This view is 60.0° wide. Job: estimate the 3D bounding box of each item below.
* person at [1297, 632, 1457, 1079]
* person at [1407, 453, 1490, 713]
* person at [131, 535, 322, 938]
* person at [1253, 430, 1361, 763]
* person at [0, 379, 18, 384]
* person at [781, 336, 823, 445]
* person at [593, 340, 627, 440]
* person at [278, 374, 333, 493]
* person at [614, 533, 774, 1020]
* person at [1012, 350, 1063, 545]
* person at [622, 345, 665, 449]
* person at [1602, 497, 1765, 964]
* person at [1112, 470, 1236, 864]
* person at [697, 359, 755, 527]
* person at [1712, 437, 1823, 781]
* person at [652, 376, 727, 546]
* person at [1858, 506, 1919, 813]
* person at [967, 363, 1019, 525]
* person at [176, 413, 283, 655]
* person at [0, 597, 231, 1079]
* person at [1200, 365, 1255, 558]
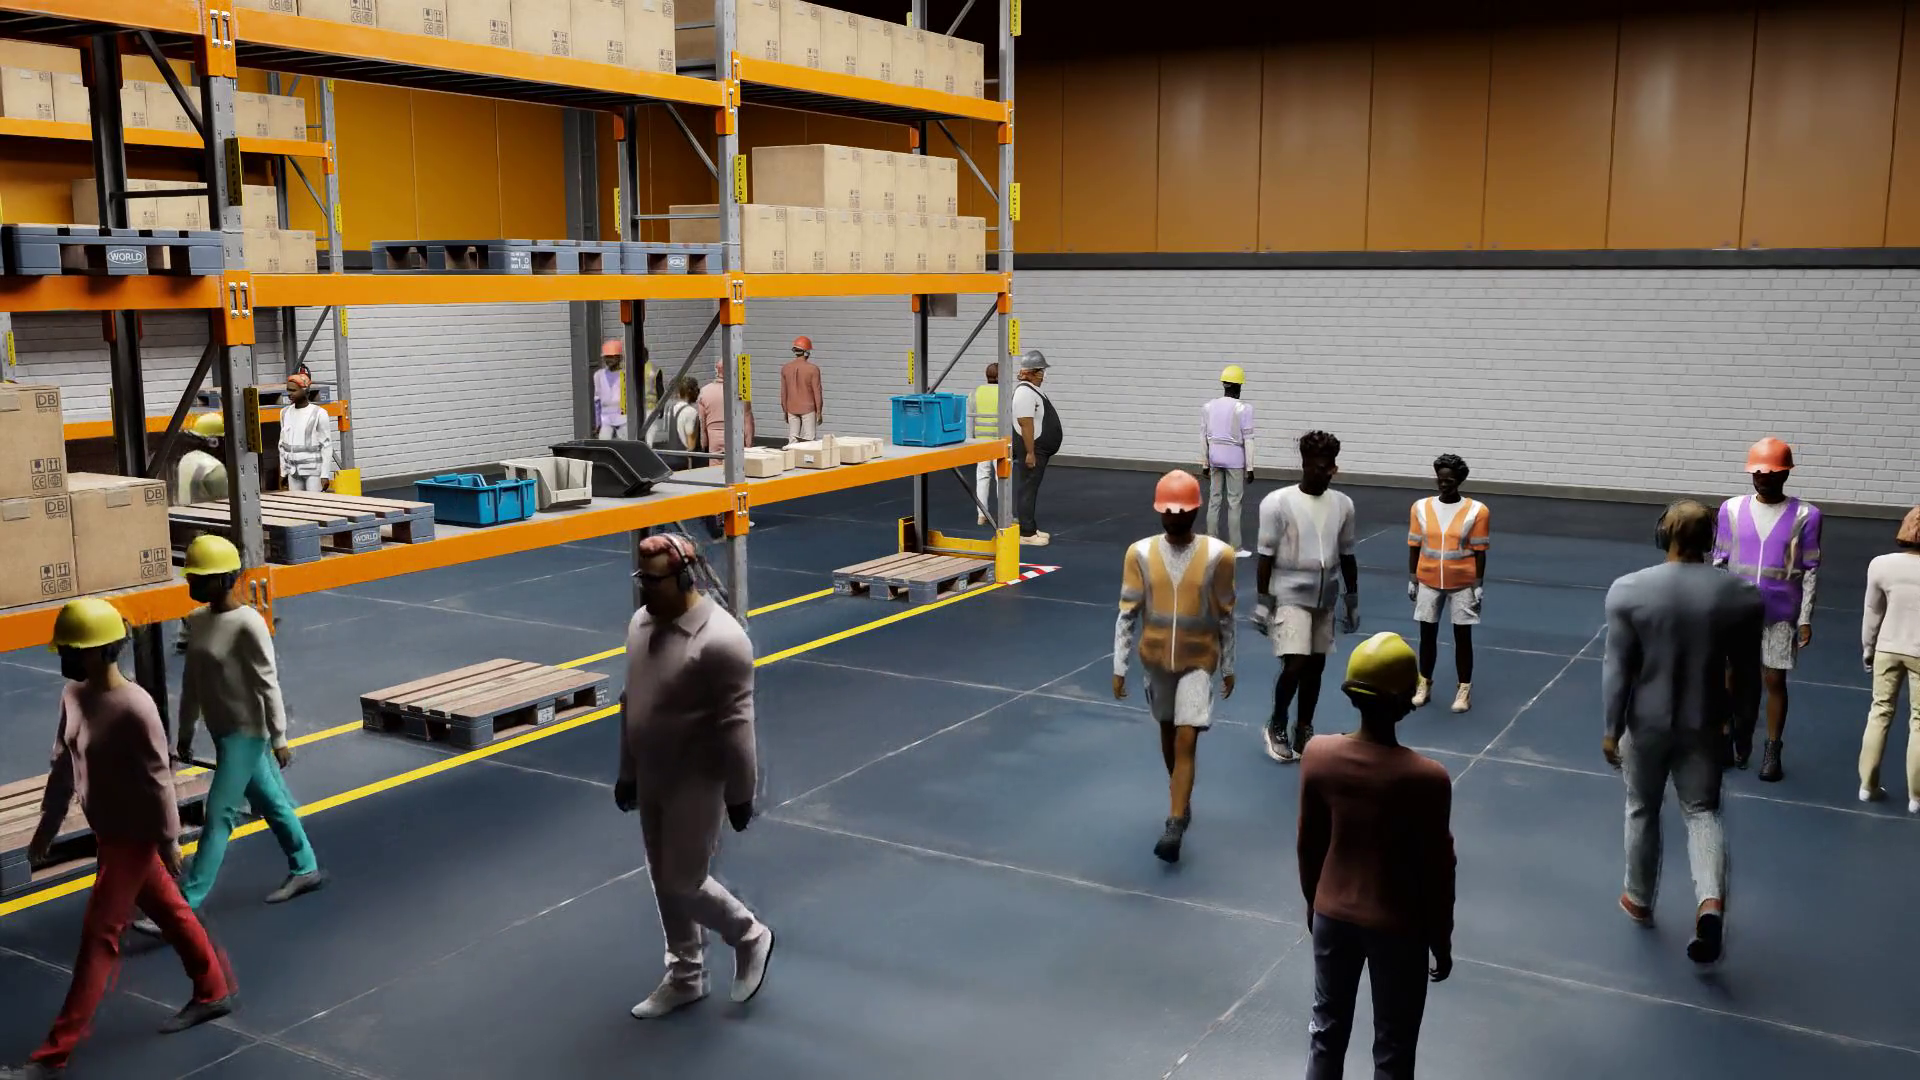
[{"bbox_3d":[1.264,1.153,5.071,0.525,1.772,0.308,9,13,44],"label":"person"},{"bbox_3d":[3.161,0.276,10.796,0.532,1.692,0.321,5,11,30],"label":"person"},{"bbox_3d":[-3.206,0.829,7.224,0.545,1.714,0.927,7,11,37],"label":"person"},{"bbox_3d":[2.002,0.337,9.566,0.646,1.953,0.404,-4,10,-22],"label":"person"},{"bbox_3d":[-8.702,-0.541,15.322,0.513,1.875,0.328,6,11,31],"label":"person"},{"bbox_3d":[-2.123,-1.750,22.488,0.619,1.994,0.381,4,10,23],"label":"person"},{"bbox_3d":[-4.289,-1.436,20.468,0.636,2.009,0.924,2,9,13],"label":"person"},{"bbox_3d":[-6.280,-0.645,15.936,0.585,1.882,0.344,4,10,21],"label":"person"},{"bbox_3d":[-1.038,0.895,6.316,0.467,1.887,0.639,-8,12,-42],"label":"person"},{"bbox_3d":[0.810,-0.974,17.502,0.539,2.000,0.689,1,9,6],"label":"person"},{"bbox_3d":[-4.607,-1.920,24.118,0.634,1.820,0.799,0,9,-1],"label":"person"},{"bbox_3d":[3.017,0.783,6.958,0.637,1.916,0.847,2,9,11],"label":"person"},{"bbox_3d":[1.043,0.598,8.172,0.573,1.878,1.005,3,10,18],"label":"person"},{"bbox_3d":[-2.583,-1.076,18.558,0.652,1.905,0.408,3,9,15],"label":"person"},{"bbox_3d":[4.488,0.388,9.322,0.550,1.935,0.376,7,11,36],"label":"person"},{"bbox_3d":[-2.812,-0.788,17.150,0.986,1.786,0.524,-8,12,-42],"label":"person"},{"bbox_3d":[5.044,0.624,8.821,0.278,1.627,0.505,-7,11,-36],"label":"person"},{"bbox_3d":[0.397,-1.075,18.762,0.624,1.840,0.430,6,11,31],"label":"person"},{"bbox_3d":[-5.565,-0.059,12.561,0.899,1.787,0.617,-8,12,-42],"label":"person"},{"bbox_3d":[-3.058,1.048,5.924,0.525,1.709,0.942,8,12,39],"label":"person"},{"bbox_3d":[2.691,-0.780,16.643,0.593,1.924,0.381,8,12,40],"label":"person"}]
